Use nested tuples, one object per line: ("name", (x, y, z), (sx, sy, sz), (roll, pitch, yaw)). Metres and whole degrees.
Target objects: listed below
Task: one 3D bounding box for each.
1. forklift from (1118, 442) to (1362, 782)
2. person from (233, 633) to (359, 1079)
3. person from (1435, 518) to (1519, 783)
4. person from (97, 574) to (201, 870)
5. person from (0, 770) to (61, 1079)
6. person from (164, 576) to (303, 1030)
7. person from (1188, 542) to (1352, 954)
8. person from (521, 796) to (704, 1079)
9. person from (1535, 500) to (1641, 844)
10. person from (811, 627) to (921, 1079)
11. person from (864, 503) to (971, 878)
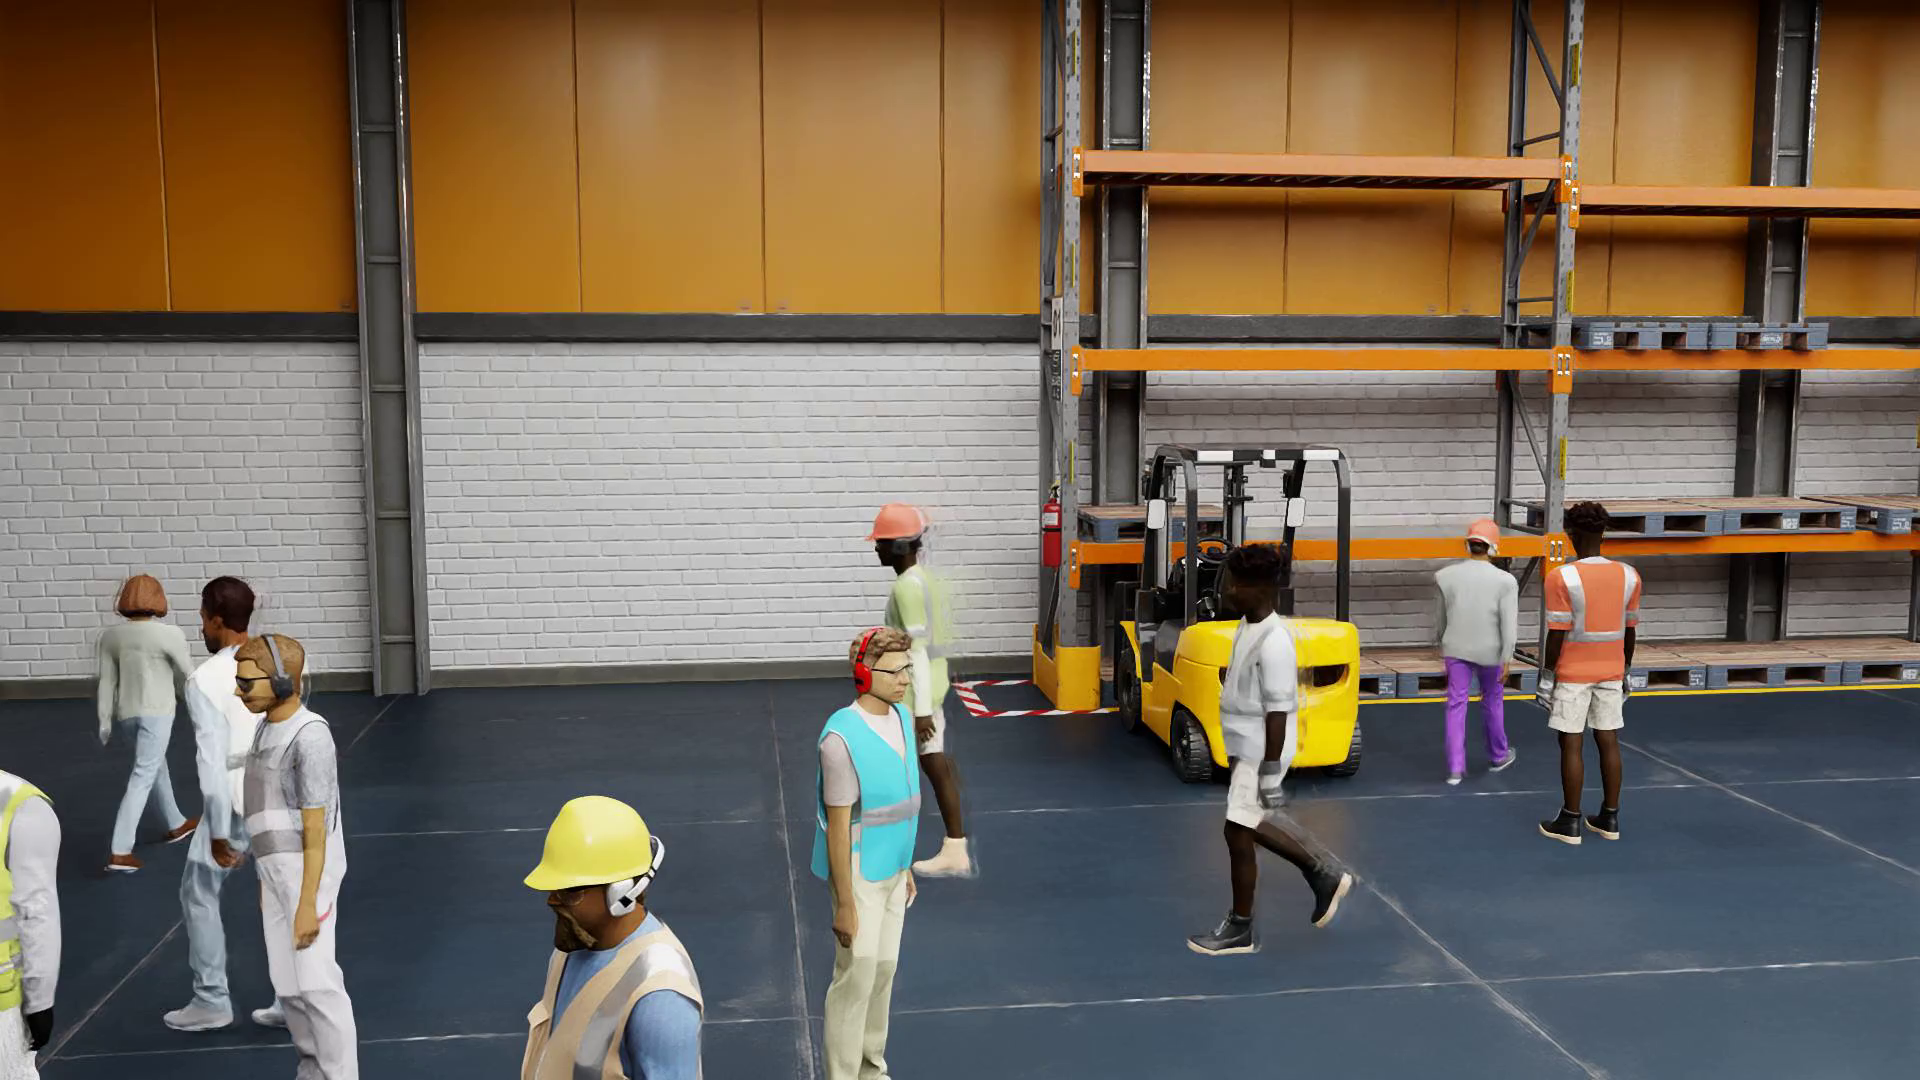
("forklift", (1.912, 0.418, 11.496), (1.214, 2.155, 2.313), (-1, 7, -8))
("person", (-2.372, 1.234, 5.935), (0.343, 1.835, 0.501), (-6, 9, -44))
("person", (3.419, 0.712, 10.971), (0.570, 1.716, 0.773), (4, 8, 32))
("person", (-4.508, 0.984, 9.203), (0.486, 1.581, 0.900), (2, 7, 14))
("person", (-2.984, 1.351, 4.919), (0.634, 1.833, 0.429), (0, 7, 1))
("person", (-3.011, 1.093, 6.888), (0.749, 1.892, 0.588), (3, 7, 23))
("person", (1.458, 0.969, 7.765), (0.711, 1.943, 0.622), (0, 7, 1))
("person", (-0.800, 1.478, 3.845), (0.404, 1.824, 0.585), (-4, 8, -30))
("person", (3.591, 0.754, 9.549), (0.614, 1.962, 0.366), (-2, 7, -16))
("person", (-0.335, 1.220, 5.989), (0.373, 1.843, 0.571), (2, 7, 21))
("person", (-0.369, 0.811, 8.824), (0.933, 2.006, 0.651), (1, 7, 8))
